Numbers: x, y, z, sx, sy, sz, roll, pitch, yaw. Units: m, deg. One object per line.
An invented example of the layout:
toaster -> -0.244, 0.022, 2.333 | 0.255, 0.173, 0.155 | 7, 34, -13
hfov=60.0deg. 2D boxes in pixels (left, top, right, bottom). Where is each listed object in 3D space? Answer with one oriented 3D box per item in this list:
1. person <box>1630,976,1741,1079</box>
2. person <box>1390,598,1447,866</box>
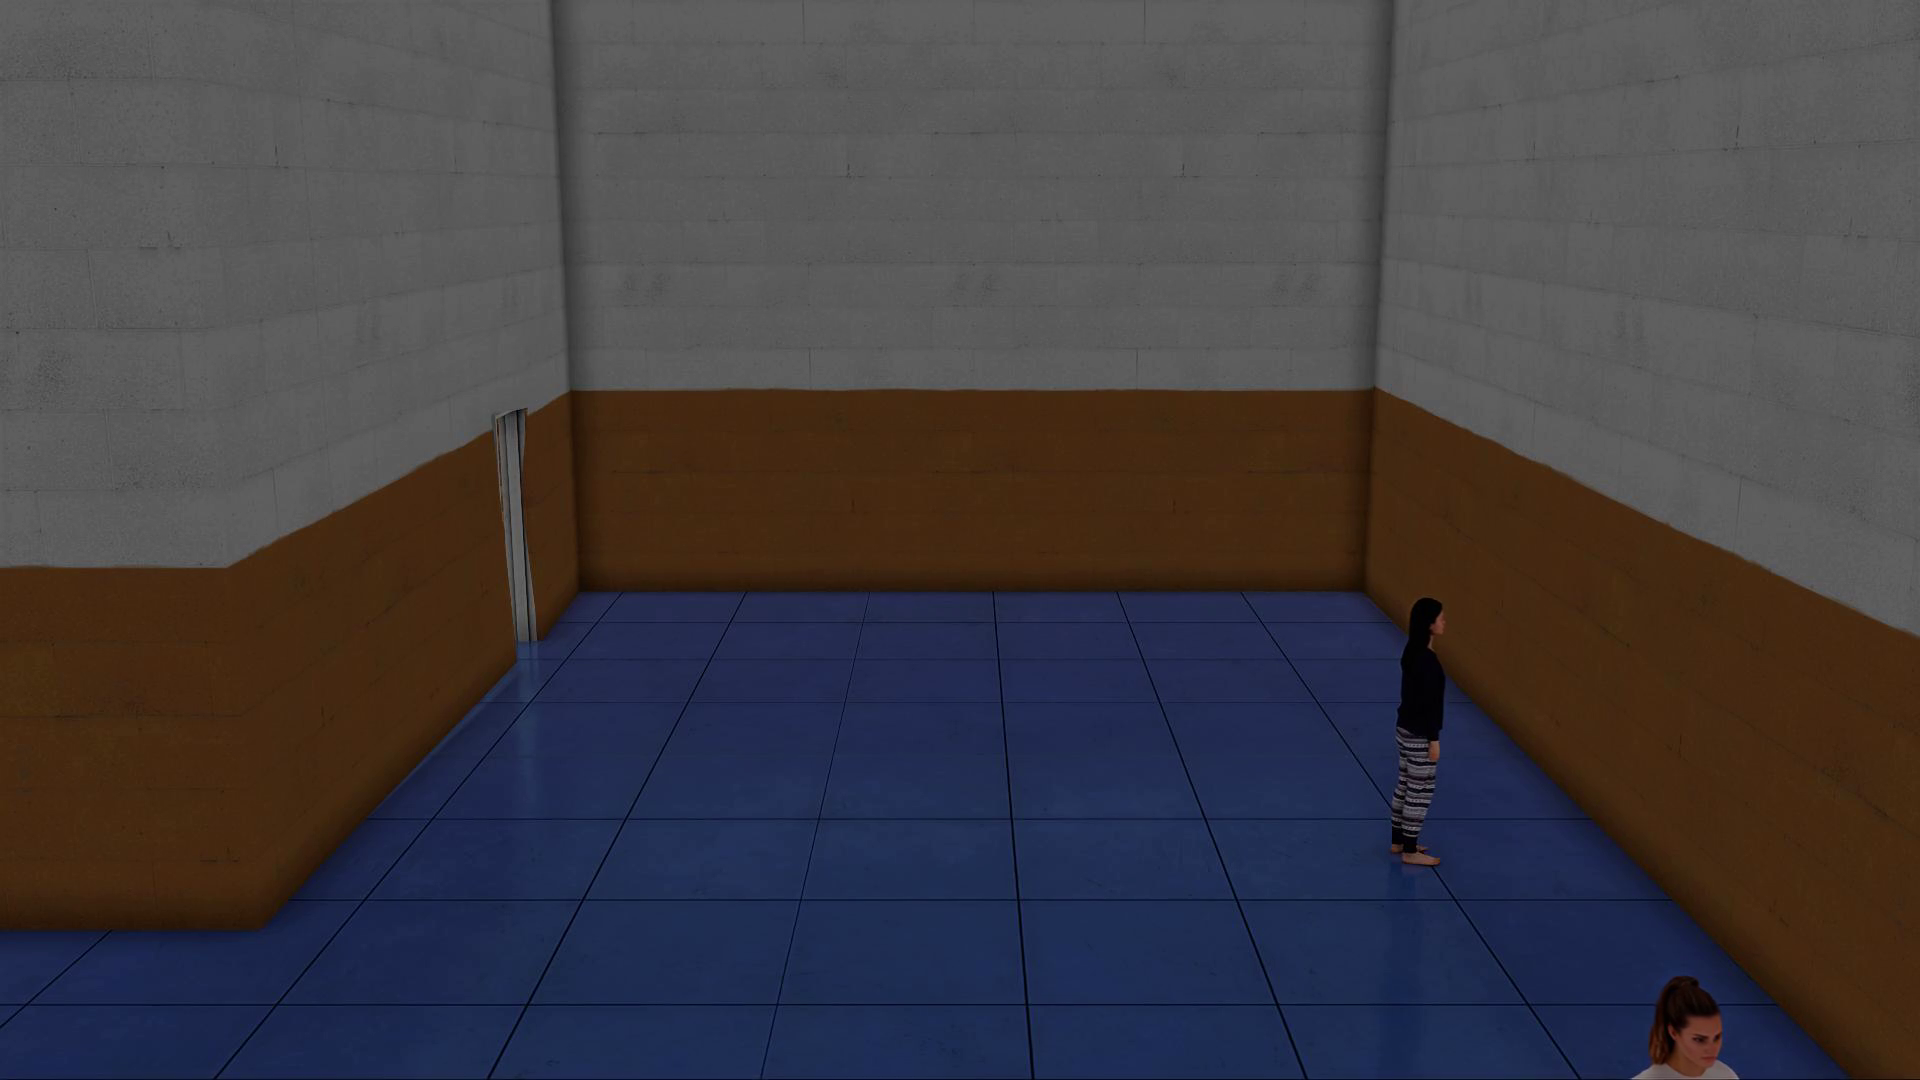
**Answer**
person -> 2.378, 2.285, 5.565 | 0.558, 1.720, 0.729 | -4, 12, -17
person -> 2.934, 1.209, 10.643 | 0.531, 1.734, 0.621 | -1, 12, -4
